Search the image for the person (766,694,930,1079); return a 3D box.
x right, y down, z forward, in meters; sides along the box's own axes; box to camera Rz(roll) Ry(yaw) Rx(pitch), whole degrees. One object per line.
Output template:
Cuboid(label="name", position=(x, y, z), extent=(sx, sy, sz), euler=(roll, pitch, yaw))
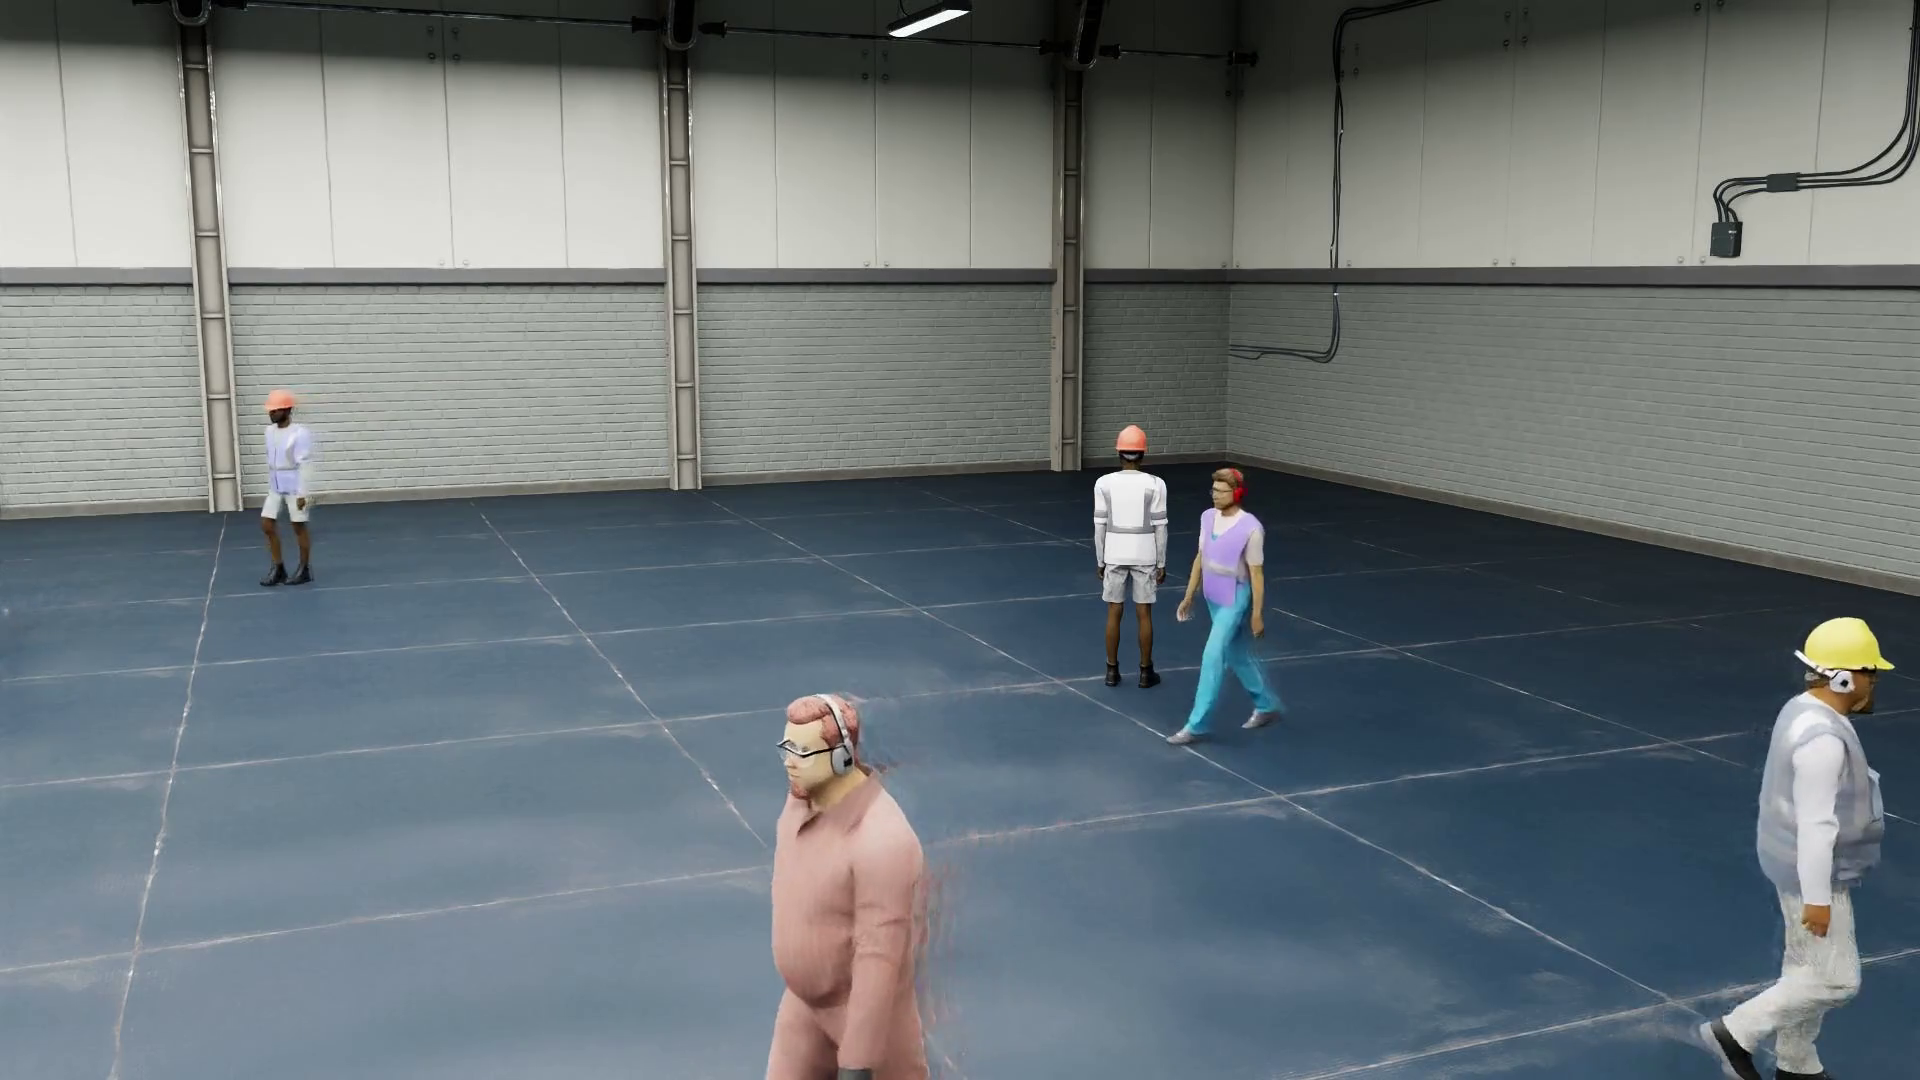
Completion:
Cuboid(label="person", position=(-0.350, 1.348, 4.872), extent=(1.040, 1.843, 0.649), euler=(-6, 11, -34))

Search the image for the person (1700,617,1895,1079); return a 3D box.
Cuboid(label="person", position=(3.065, 1.172, 6.026), extent=(0.474, 1.821, 0.609), euler=(4, 10, 22))

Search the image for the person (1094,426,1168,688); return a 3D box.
Cuboid(label="person", position=(1.260, 0.128, 12.243), extent=(0.545, 1.936, 0.366), euler=(3, 9, 16))

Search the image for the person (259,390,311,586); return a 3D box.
Cuboid(label="person", position=(-6.603, -0.487, 16.137), extent=(0.570, 1.919, 0.649), euler=(4, 10, 24))

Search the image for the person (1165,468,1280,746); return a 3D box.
Cuboid(label="person", position=(1.767, 0.415, 10.884), extent=(0.944, 1.806, 0.568), euler=(-4, 10, -22))
